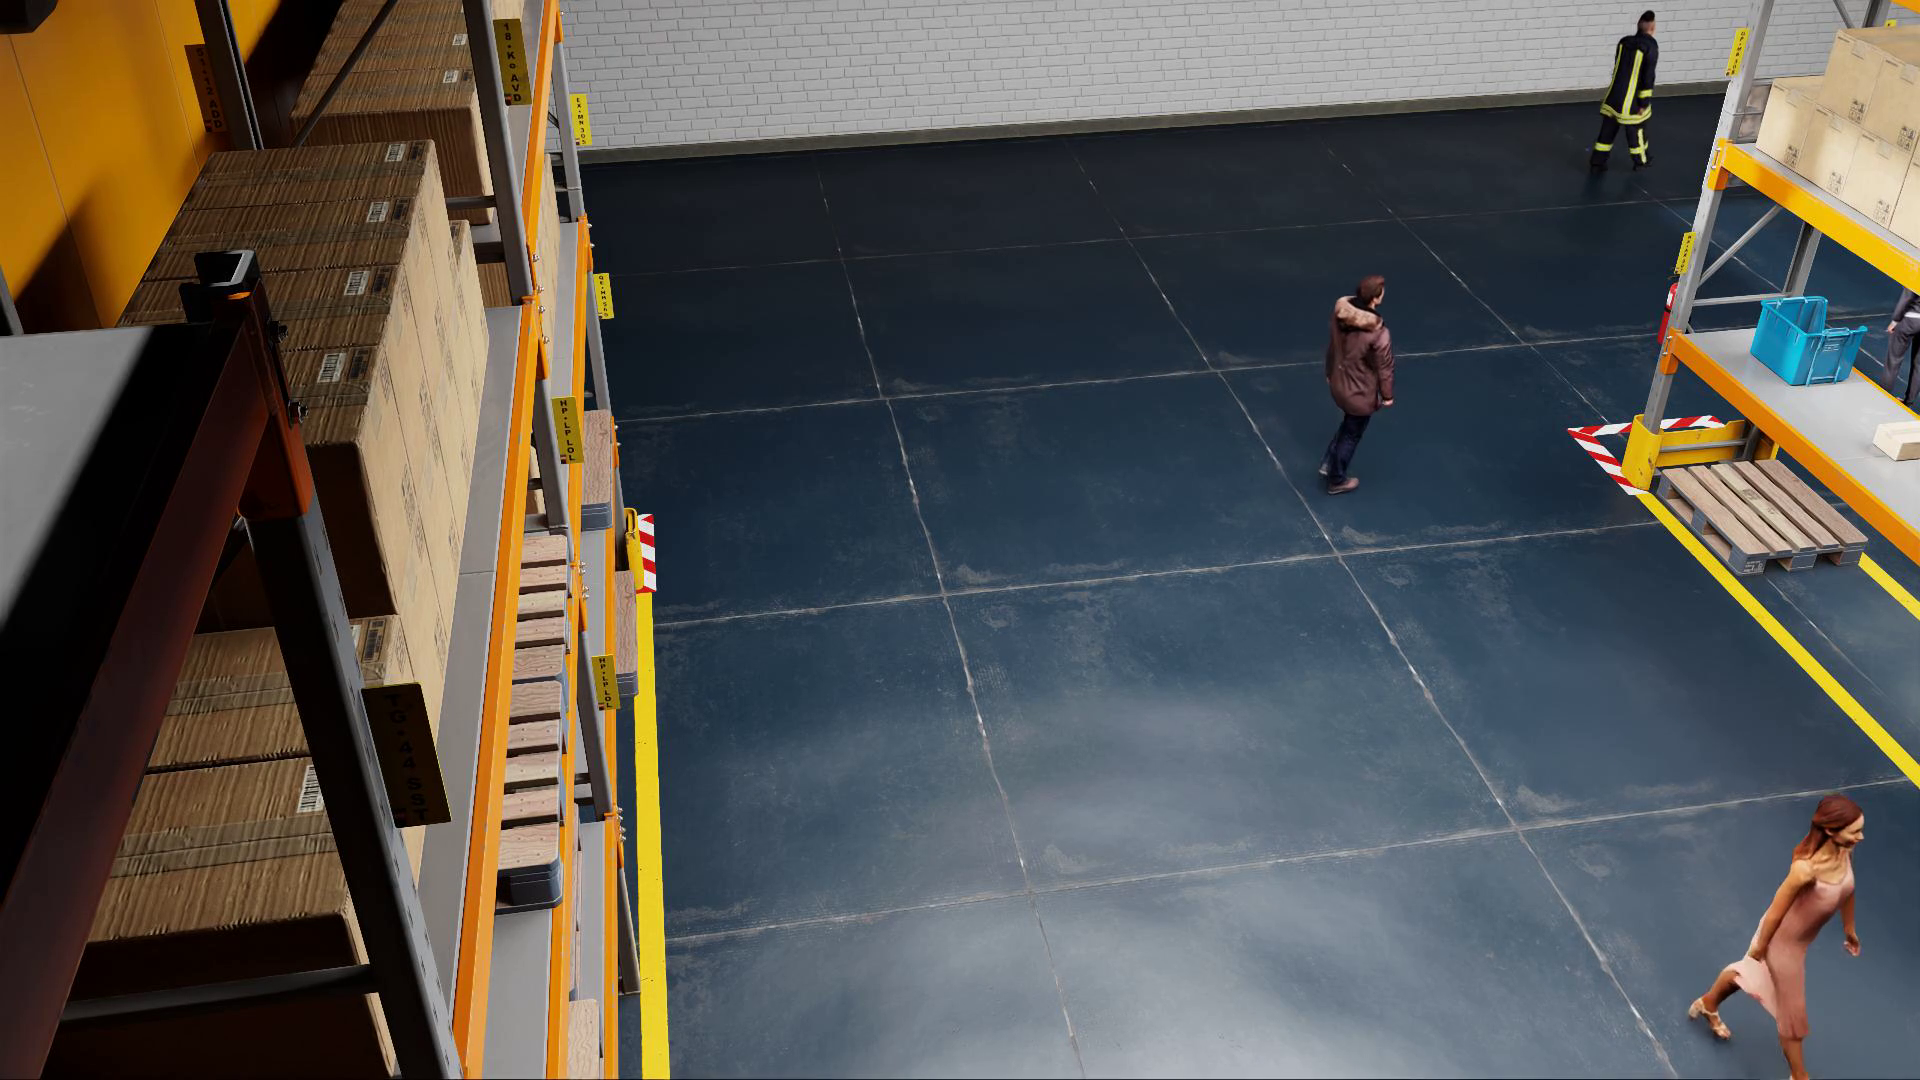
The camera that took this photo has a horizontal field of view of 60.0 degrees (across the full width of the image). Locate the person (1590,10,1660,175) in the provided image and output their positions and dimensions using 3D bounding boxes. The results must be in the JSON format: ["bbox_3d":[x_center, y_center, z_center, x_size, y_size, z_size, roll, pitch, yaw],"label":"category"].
[{"bbox_3d":[7.339,-4.907,18.378,1.044,1.836,1.075,-18,38,-25],"label":"person"}]

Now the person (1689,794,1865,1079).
[{"bbox_3d":[3.982,1.898,8.178,0.941,1.793,1.140,-26,41,-33],"label":"person"}]

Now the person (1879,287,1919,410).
[{"bbox_3d":[8.016,-1.854,13.883,0.634,1.727,0.569,0,34,0],"label":"person"}]

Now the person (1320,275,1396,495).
[{"bbox_3d":[2.969,-1.152,12.730,0.881,1.834,0.749,-14,36,-19],"label":"person"}]
